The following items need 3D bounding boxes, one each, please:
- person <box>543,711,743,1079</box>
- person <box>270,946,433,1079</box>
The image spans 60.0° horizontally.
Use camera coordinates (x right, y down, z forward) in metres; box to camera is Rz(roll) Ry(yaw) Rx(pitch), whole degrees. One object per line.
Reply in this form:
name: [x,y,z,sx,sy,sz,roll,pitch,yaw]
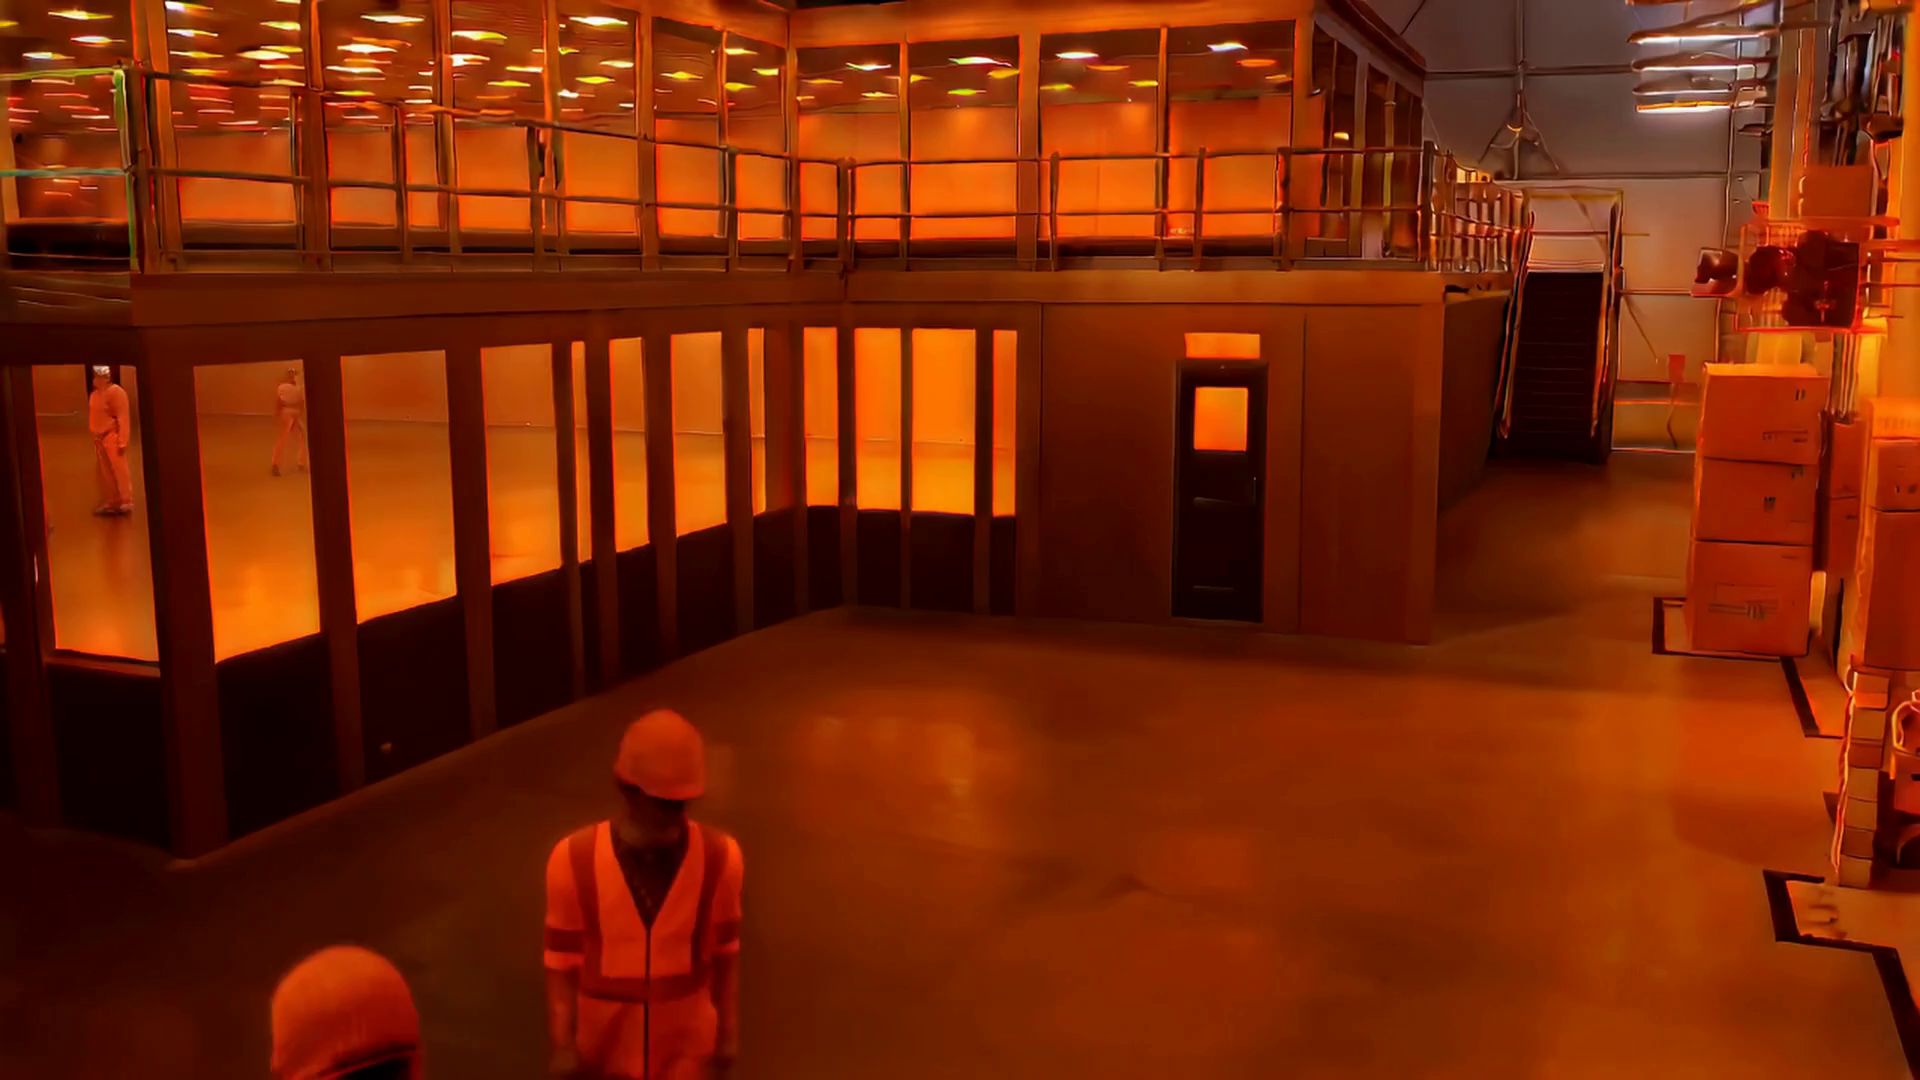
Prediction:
person: [-0.881,1.369,4.693,0.548,1.903,0.954,-2,9,-13]
person: [-0.916,1.664,2.688,0.620,1.959,0.914,-5,10,-27]
